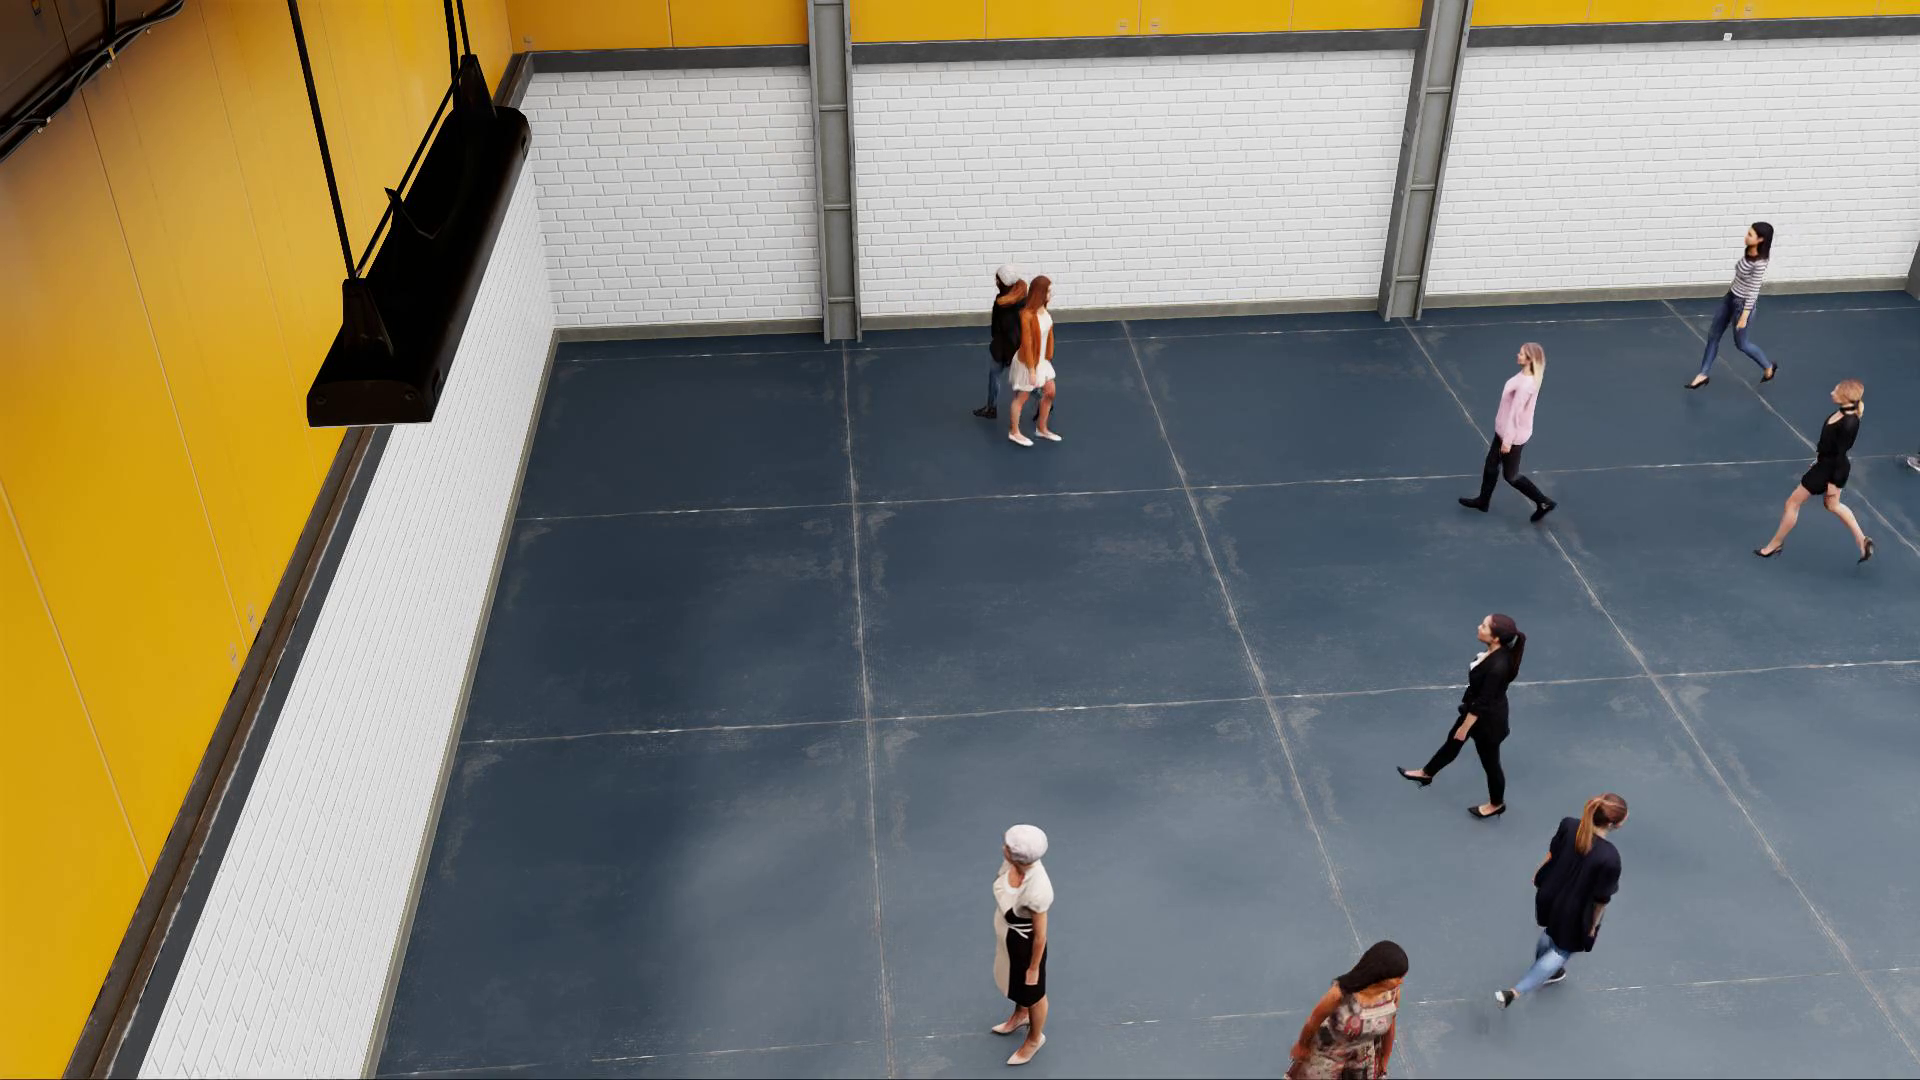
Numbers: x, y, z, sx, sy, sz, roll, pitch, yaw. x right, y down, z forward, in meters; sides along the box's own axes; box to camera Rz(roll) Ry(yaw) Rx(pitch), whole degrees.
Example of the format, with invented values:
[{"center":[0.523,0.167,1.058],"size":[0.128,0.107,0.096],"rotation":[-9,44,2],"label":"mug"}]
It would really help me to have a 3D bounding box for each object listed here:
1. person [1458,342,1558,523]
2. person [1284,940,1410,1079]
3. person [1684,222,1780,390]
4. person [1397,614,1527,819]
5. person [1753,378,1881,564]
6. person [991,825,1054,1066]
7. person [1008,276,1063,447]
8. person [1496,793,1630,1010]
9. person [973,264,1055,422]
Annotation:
[{"center":[4.784,-0.881,14.123],"size":[1.119,1.663,0.896],"rotation":[13,36,18],"label":"person"},{"center":[1.978,2.686,8.804],"size":[0.484,1.609,0.826],"rotation":[3,34,4],"label":"person"},{"center":[7.595,-2.200,16.015],"size":[1.121,1.765,0.699],"rotation":[2,34,2],"label":"person"},{"center":[3.562,1.213,11.002],"size":[1.087,1.631,0.894],"rotation":[12,35,18],"label":"person"},{"center":[7.118,-0.506,13.495],"size":[1.188,1.733,0.980],"rotation":[16,37,23],"label":"person"},{"center":[0.372,2.253,9.328],"size":[0.573,1.753,0.663],"rotation":[-8,35,-12],"label":"person"},{"center":[0.575,-1.649,15.246],"size":[0.871,1.699,0.810],"rotation":[19,38,26],"label":"person"},{"center":[3.455,2.132,9.590],"size":[1.018,1.663,0.856],"rotation":[-17,37,-24],"label":"person"},{"center":[0.536,-1.823,15.588],"size":[1.108,1.610,0.911],"rotation":[13,36,18],"label":"person"}]
